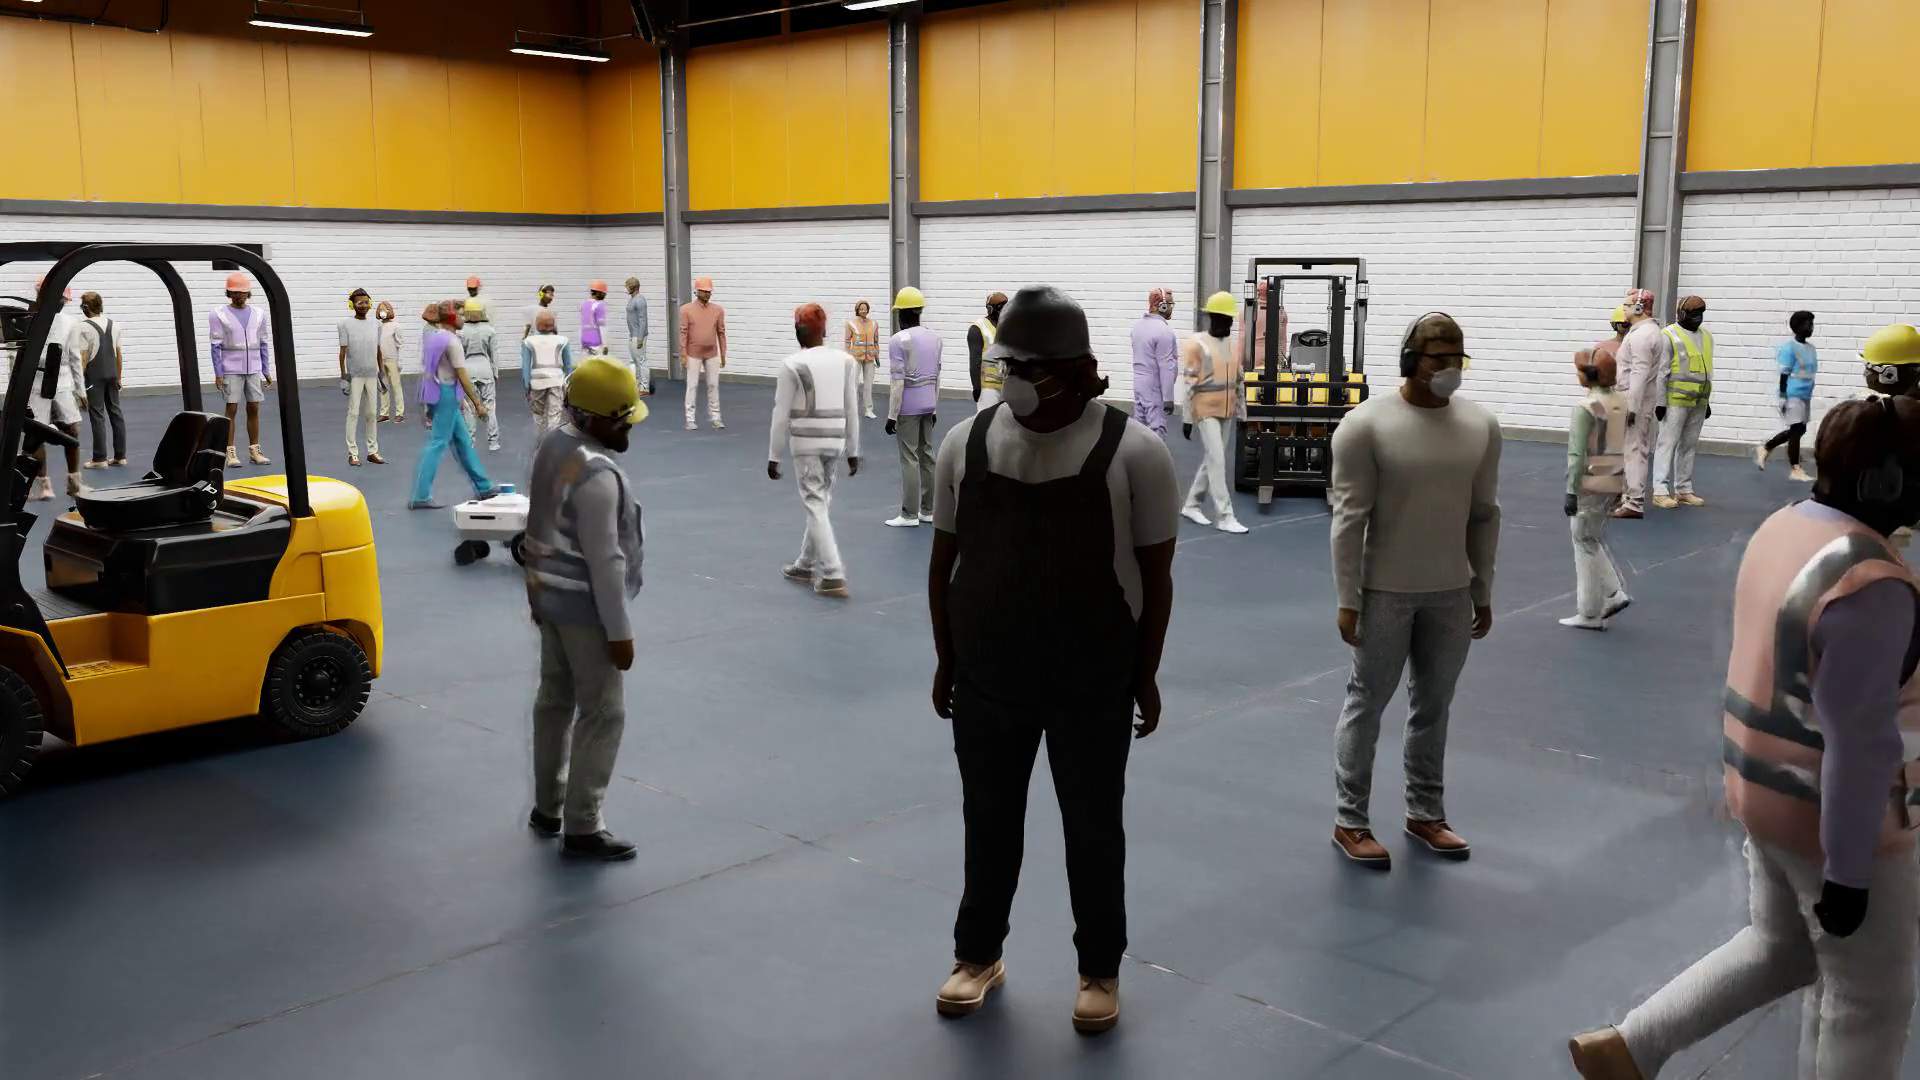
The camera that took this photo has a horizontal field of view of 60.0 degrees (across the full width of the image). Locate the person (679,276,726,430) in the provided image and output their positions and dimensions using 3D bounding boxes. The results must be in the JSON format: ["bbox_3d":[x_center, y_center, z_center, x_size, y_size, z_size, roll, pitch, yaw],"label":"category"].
[{"bbox_3d":[-3.312,-2.407,21.461,0.628,1.983,0.415,-4,10,-25],"label":"person"}]

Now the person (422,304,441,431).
[{"bbox_3d":[-6.725,-2.206,21.306,0.283,1.628,0.519,0,9,-2],"label":"person"}]

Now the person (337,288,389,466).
[{"bbox_3d":[-6.294,-1.719,17.572,0.333,1.872,0.515,9,13,42],"label":"person"}]

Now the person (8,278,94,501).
[{"bbox_3d":[-8.168,-1.342,14.913,0.380,2.000,0.643,7,12,38],"label":"person"}]

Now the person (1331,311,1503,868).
[{"bbox_3d":[1.574,0.179,5.772,0.629,1.932,0.384,-3,10,-15],"label":"person"}]

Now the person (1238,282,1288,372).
[{"bbox_3d":[3.760,-2.269,20.836,0.653,1.906,0.408,-2,9,-10],"label":"person"}]

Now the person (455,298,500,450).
[{"bbox_3d":[-5.505,-1.884,18.972,0.486,1.745,0.295,-3,10,-15],"label":"person"}]

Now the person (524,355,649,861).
[{"bbox_3d":[-1.348,0.229,5.926,0.407,1.791,0.725,-6,11,-31],"label":"person"}]

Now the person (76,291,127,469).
[{"bbox_3d":[-8.919,-1.652,17.240,0.345,1.846,0.508,4,10,26],"label":"person"}]

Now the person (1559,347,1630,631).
[{"bbox_3d":[3.614,-0.288,9.525,0.548,1.621,0.368,-8,12,-42],"label":"person"}]

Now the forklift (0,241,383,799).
[{"bbox_3d":[-3.706,-0.171,7.093,1.214,2.155,2.313,9,13,43],"label":"forklift"}]

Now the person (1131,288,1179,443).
[{"bbox_3d":[1.804,-1.348,15.226,0.397,1.902,0.646,-3,10,-20],"label":"person"}]

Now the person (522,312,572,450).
[{"bbox_3d":[-4.436,-1.645,17.928,0.513,1.602,0.821,-2,9,-9],"label":"person"}]

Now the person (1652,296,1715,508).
[{"bbox_3d":[6.310,-1.200,14.482,0.637,1.840,0.429,-4,10,-25],"label":"person"}]

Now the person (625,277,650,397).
[{"bbox_3d":[-5.211,-3.266,26.854,0.359,1.936,0.632,-4,10,-22],"label":"person"}]

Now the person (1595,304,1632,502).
[{"bbox_3d":[5.790,-1.188,14.633,0.522,1.769,0.318,-2,10,-15],"label":"person"}]

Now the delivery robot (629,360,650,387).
[{"bbox_3d":[-5.380,-2.726,27.485,0.477,0.478,0.707,-5,10,-29],"label":"delivery robot"}]

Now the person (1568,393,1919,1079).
[{"bbox_3d":[1.779,0.589,3.589,0.718,1.825,0.634,1,9,7],"label":"person"}]

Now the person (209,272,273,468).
[{"bbox_3d":[-7.511,-1.780,17.440,0.403,2.036,0.609,9,13,43],"label":"person"}]

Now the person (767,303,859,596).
[{"bbox_3d":[-0.957,-0.581,10.658,0.601,1.864,0.734,-8,12,-42],"label":"person"}]

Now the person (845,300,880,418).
[{"bbox_3d":[-1.351,-2.491,23.013,0.524,1.639,0.308,-5,10,-27],"label":"person"}]

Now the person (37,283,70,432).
[{"bbox_3d":[-11.572,-2.324,21.137,0.388,1.919,0.593,0,9,3],"label":"person"}]

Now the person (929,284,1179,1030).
[{"bbox_3d":[0.222,0.326,4.513,0.685,2.000,0.535,3,10,17],"label":"person"}]

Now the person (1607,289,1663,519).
[{"bbox_3d":[5.604,-1.131,13.861,0.407,1.908,0.641,4,10,25],"label":"person"}]

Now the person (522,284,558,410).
[{"bbox_3d":[-6.125,-2.811,24.358,0.572,1.843,0.405,-8,12,-41],"label":"person"}]

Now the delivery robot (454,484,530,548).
[{"bbox_3d":[-3.173,-0.150,11.691,0.707,0.478,0.477,1,9,7],"label":"delivery robot"}]

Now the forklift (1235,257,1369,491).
[{"bbox_3d":[3.309,-1.629,16.029,1.214,2.155,2.313,2,9,11],"label":"forklift"}]

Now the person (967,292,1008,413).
[{"bbox_3d":[0.372,-1.543,16.581,0.636,1.842,0.429,-8,12,-39],"label":"person"}]

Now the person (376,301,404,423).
[{"bbox_3d":[-7.724,-2.394,22.428,0.503,1.636,0.277,3,10,18],"label":"person"}]

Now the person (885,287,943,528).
[{"bbox_3d":[-0.381,-1.062,13.367,0.360,1.929,0.587,7,12,37],"label":"person"}]

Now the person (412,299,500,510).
[{"bbox_3d":[-4.367,-1.174,14.443,0.940,1.801,0.576,-5,11,-28],"label":"person"}]

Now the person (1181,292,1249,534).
[{"bbox_3d":[2.047,-1.022,13.236,0.605,1.896,0.816,-8,12,-39],"label":"person"}]

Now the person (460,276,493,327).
[{"bbox_3d":[-8.611,-3.722,29.661,0.593,1.950,1.028,2,9,12],"label":"person"}]

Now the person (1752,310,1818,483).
[{"bbox_3d":[8.128,-1.416,16.312,0.540,1.678,0.661,-6,11,-34],"label":"person"}]

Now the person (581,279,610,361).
[{"bbox_3d":[-5.552,-3.016,25.403,0.465,1.916,0.558,-9,13,-44],"label":"person"}]

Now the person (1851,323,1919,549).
[{"bbox_3d":[4.039,-0.032,7.342,0.404,1.834,0.591,4,10,24],"label":"person"}]

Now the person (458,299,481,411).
[{"bbox_3d":[-7.228,-2.698,24.300,0.268,1.632,0.506,5,10,26],"label":"person"}]
